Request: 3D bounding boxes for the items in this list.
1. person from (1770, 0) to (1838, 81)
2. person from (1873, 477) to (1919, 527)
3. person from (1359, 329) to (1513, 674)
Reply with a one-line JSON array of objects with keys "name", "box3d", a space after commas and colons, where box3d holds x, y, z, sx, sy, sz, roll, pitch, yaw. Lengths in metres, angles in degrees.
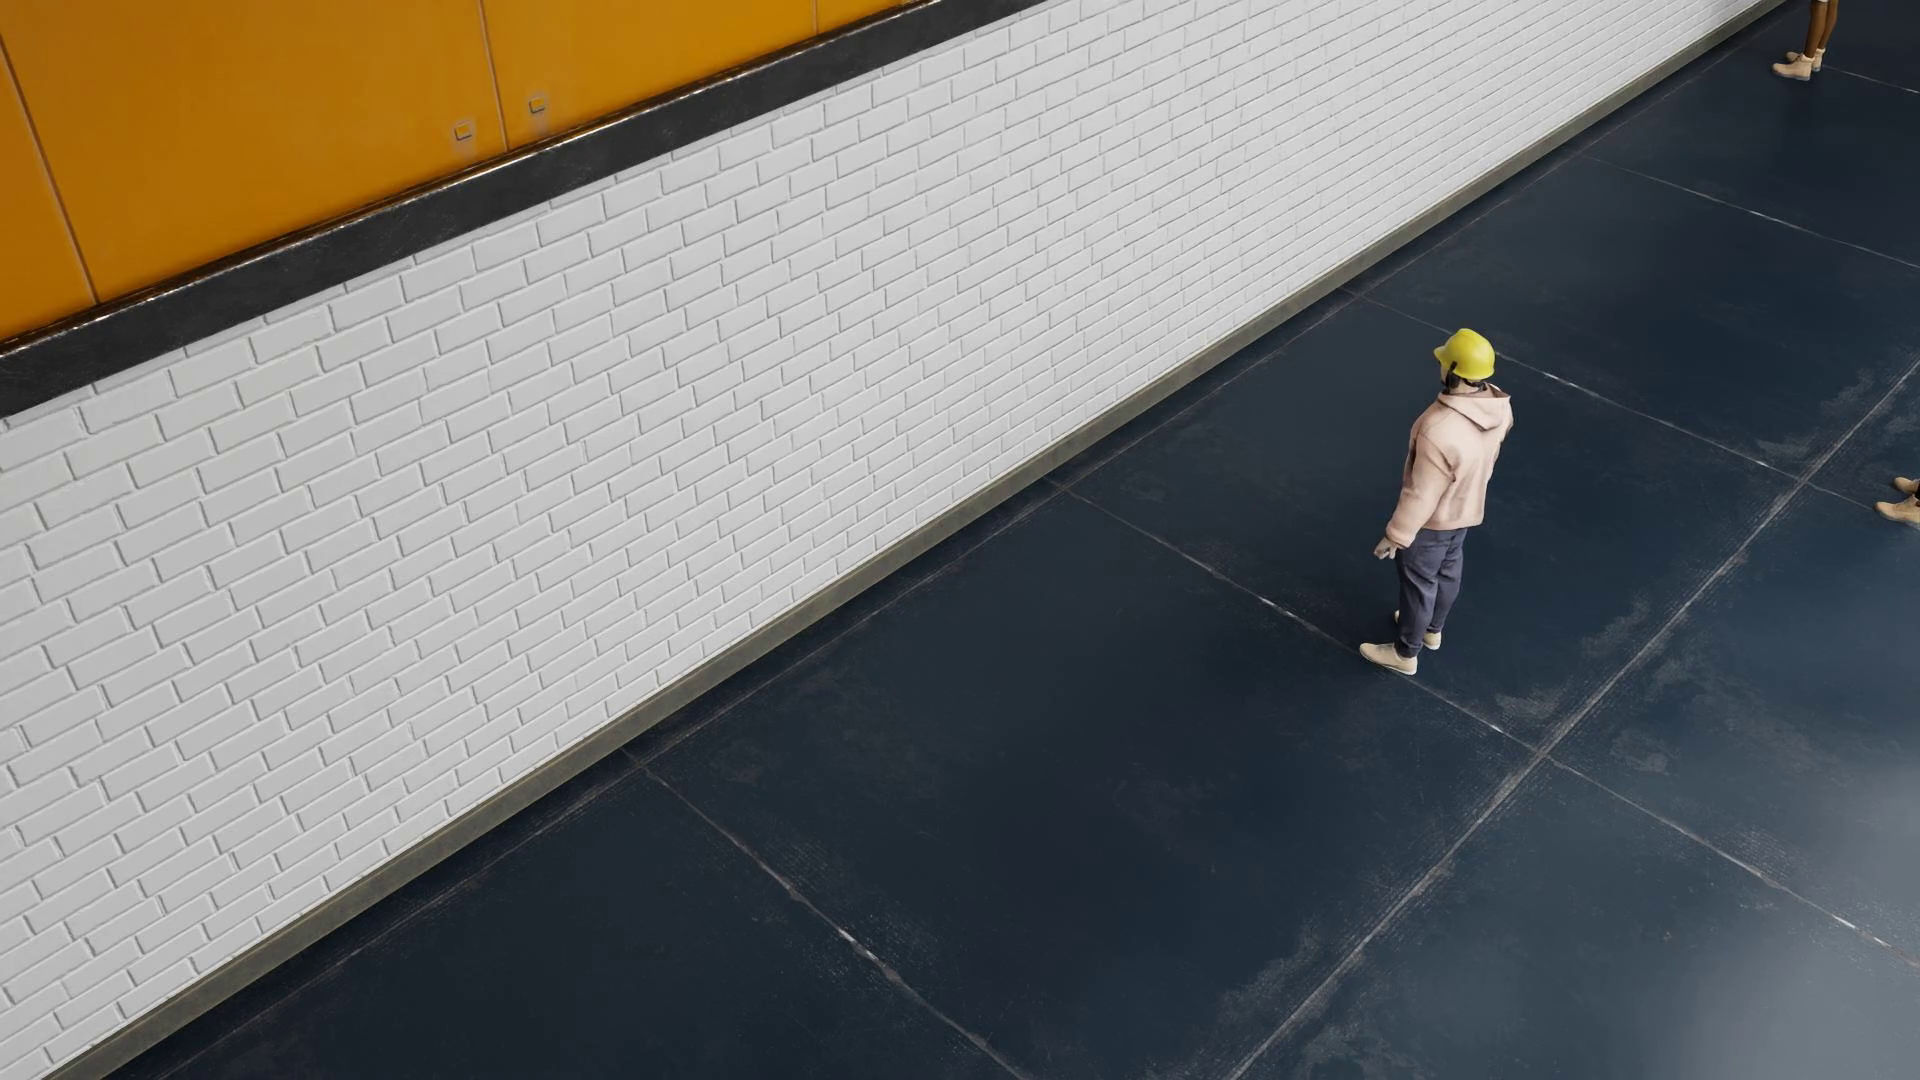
[{"name": "person", "box3d": [7.077, -4.756, 13.448, 0.370, 2.042, 0.613, 31, 48, 33]}, {"name": "person", "box3d": [5.320, -0.835, 8.819, 0.316, 1.696, 0.539, 31, 48, 33]}, {"name": "person", "box3d": [2.271, -0.152, 7.830, 0.402, 1.866, 0.815, 31, 48, 33]}]
